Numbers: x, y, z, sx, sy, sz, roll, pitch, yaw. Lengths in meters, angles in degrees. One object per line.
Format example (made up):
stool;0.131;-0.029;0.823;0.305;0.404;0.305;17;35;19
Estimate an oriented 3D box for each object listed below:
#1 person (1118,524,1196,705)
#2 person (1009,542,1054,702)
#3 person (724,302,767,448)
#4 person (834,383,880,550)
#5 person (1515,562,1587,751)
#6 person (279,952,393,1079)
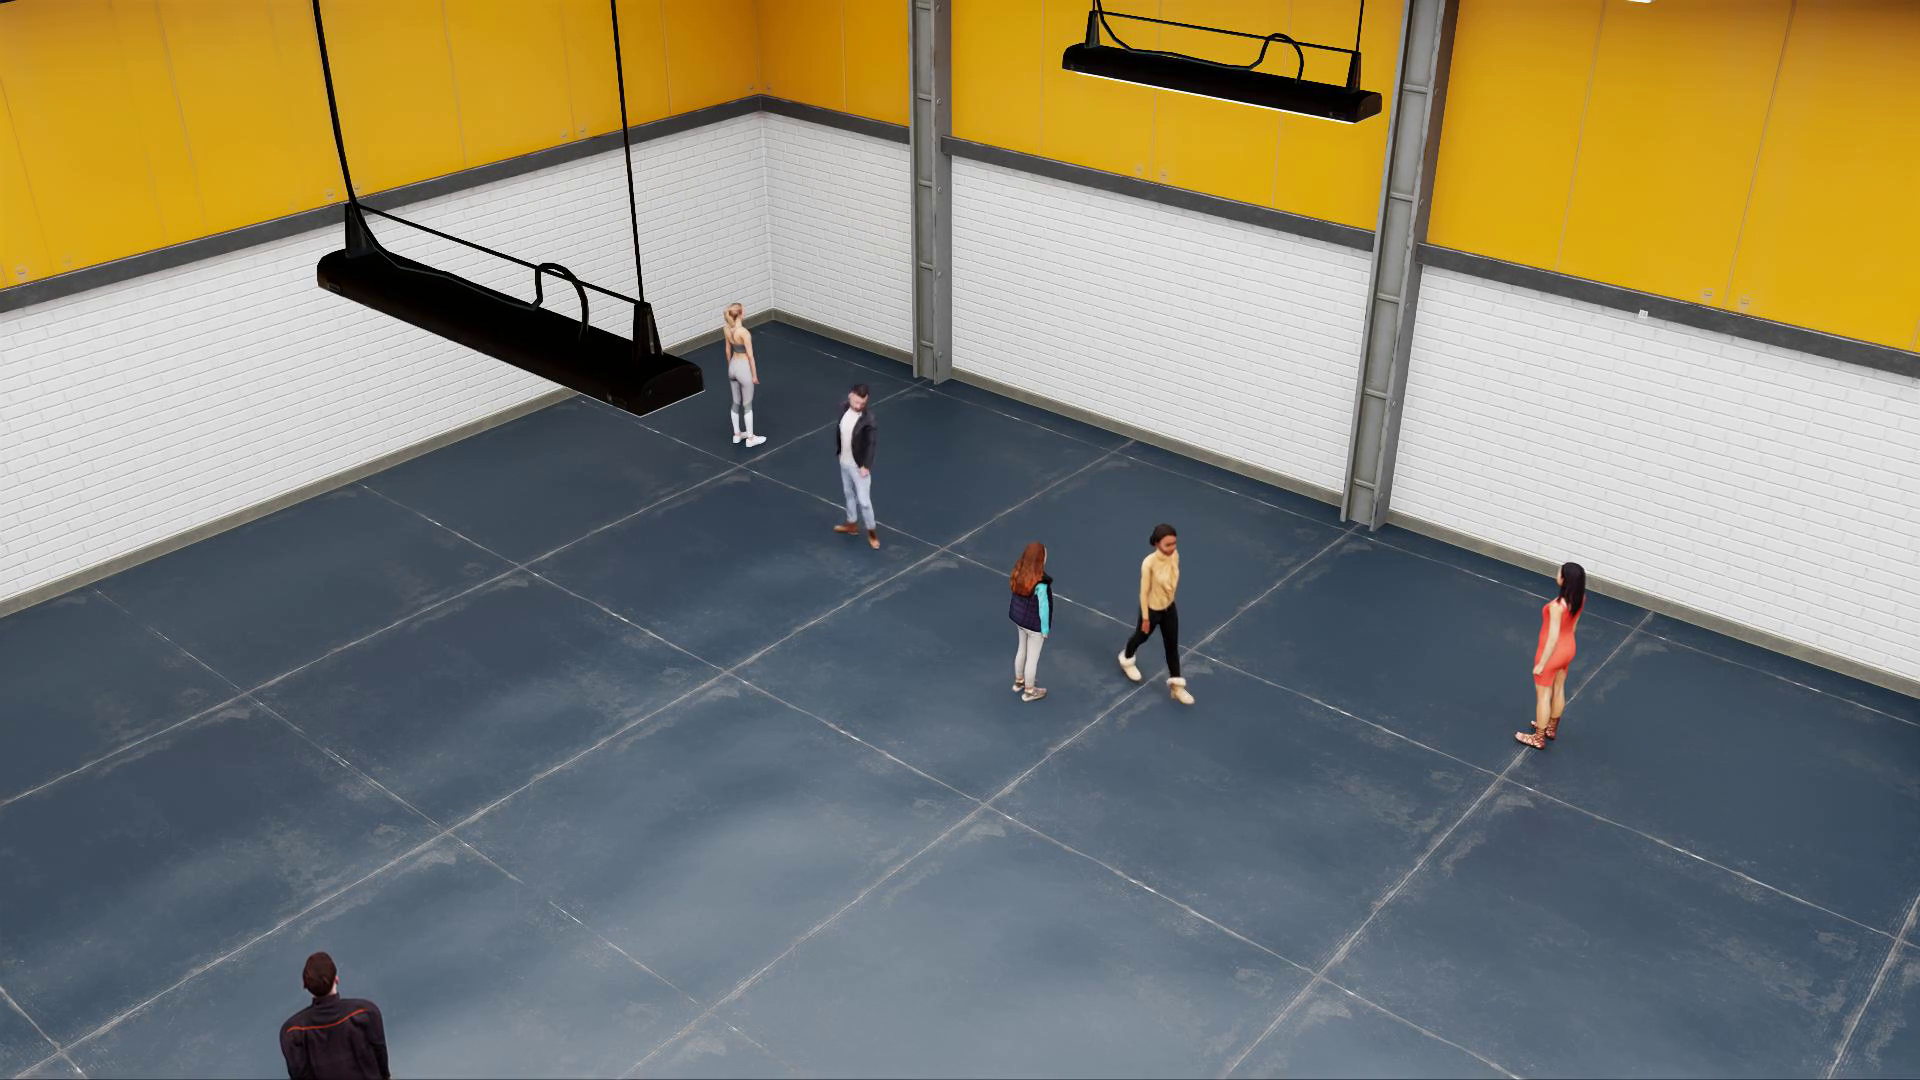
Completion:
person;1.651;0.580;14.396;0.837;1.614;1.182;-18;33;-29
person;0.603;0.683;14.329;0.695;1.498;0.605;-16;33;-27
person;-2.482;-1.885;18.822;0.483;1.703;0.617;20;35;33
person;-1.074;-0.810;16.755;0.887;1.797;0.511;-17;33;-28
person;4.880;0.940;13.629;0.624;1.719;0.558;-23;36;-35
person;-3.480;3.118;9.433;0.771;1.911;0.744;-12;31;-21
